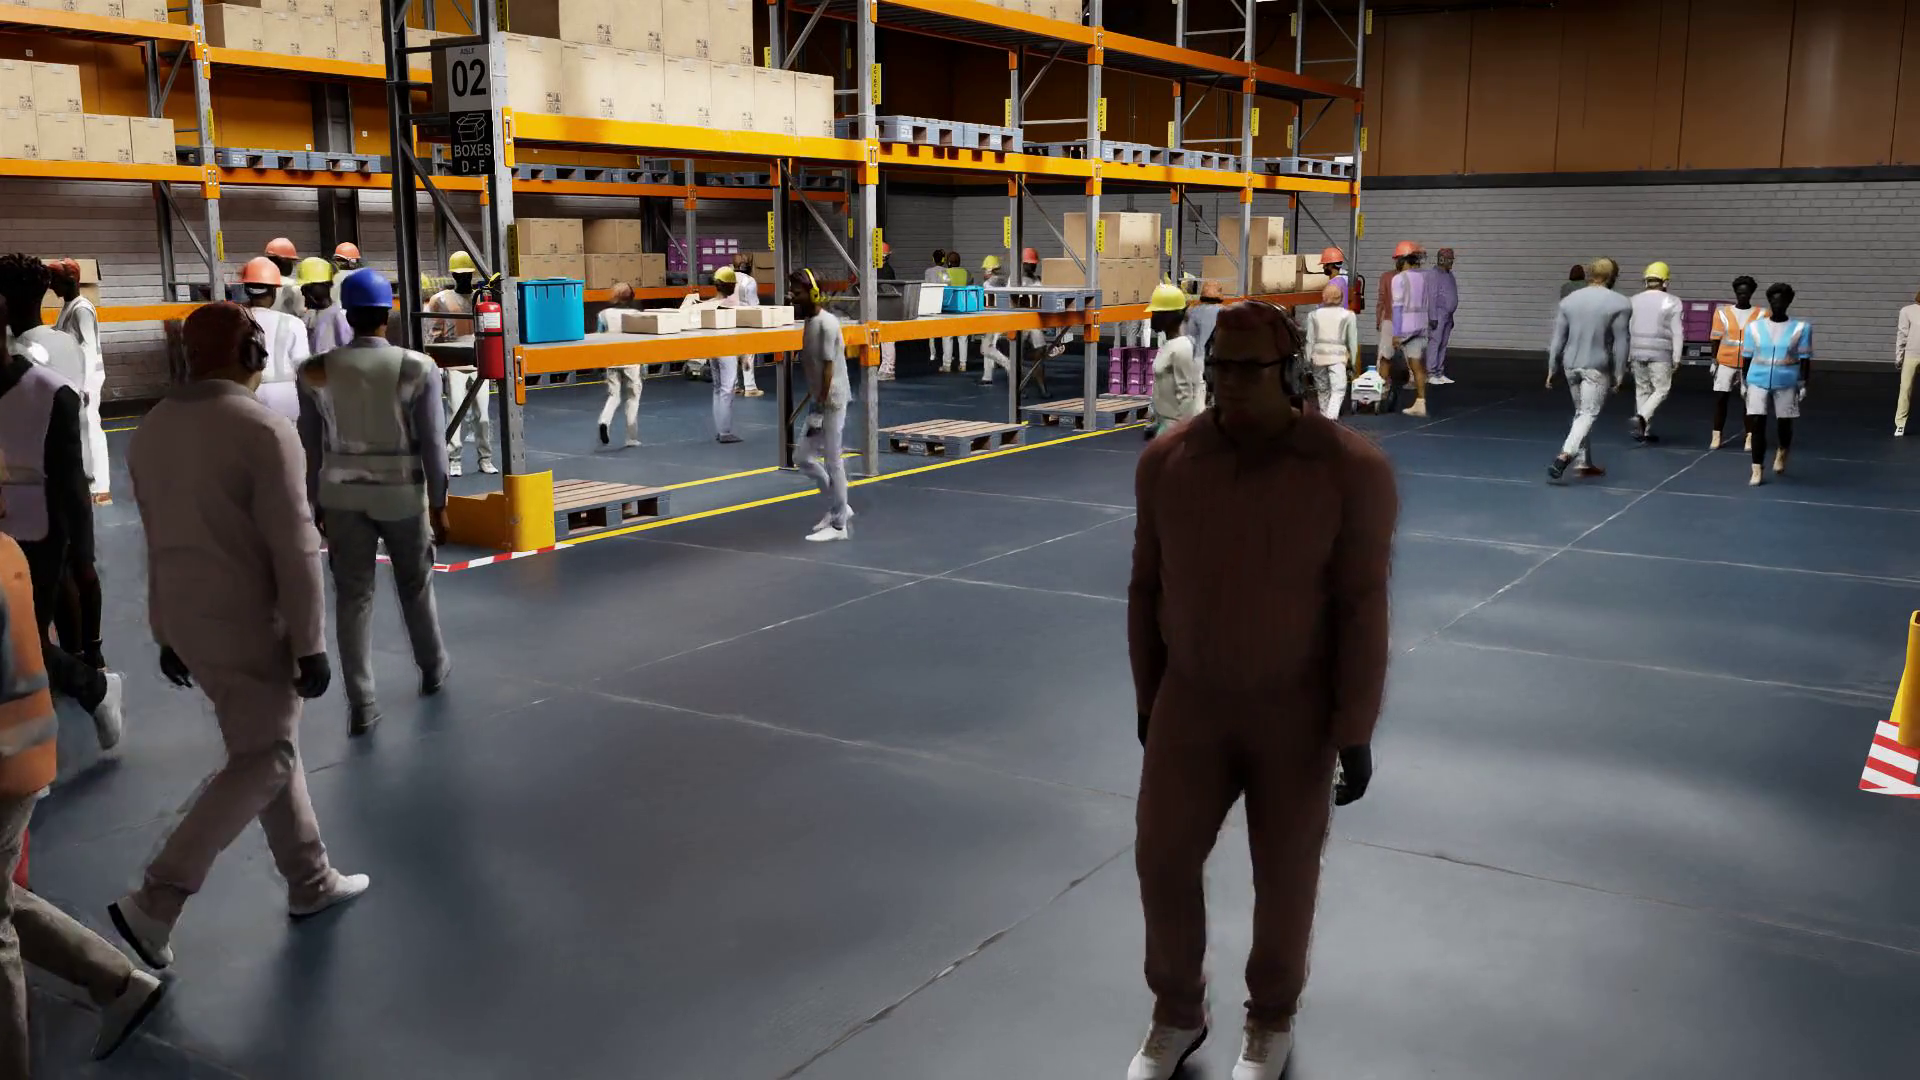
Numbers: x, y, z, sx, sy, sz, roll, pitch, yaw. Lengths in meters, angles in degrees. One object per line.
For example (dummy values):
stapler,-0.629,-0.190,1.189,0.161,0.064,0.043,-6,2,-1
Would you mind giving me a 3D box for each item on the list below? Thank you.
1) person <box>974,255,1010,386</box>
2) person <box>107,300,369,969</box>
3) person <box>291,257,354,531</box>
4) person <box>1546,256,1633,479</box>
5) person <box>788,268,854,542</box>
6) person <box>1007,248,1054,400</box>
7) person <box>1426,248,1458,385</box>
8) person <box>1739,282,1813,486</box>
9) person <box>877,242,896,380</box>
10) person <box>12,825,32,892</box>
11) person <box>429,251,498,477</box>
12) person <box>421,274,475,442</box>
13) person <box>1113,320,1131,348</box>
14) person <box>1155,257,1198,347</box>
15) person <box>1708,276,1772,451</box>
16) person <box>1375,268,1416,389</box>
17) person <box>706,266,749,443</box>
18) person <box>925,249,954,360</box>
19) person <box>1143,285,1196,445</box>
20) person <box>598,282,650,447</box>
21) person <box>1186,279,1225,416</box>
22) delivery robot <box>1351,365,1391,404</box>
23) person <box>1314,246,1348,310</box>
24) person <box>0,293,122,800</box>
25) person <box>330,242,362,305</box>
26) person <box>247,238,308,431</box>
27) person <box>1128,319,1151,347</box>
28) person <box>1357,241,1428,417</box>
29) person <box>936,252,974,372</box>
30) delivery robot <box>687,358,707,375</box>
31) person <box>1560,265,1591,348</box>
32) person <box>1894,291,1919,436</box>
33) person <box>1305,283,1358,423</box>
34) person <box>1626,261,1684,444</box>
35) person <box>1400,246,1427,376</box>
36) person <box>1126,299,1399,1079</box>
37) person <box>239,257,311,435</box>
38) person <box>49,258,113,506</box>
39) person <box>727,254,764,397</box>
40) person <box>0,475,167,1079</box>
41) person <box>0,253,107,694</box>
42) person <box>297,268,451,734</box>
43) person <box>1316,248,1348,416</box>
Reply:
person,0.509,-2.999,22.863,0.659,1.819,0.590,4,11,22
person,-2.097,0.261,4.707,0.675,1.866,0.848,6,12,31
person,-4.375,-1.030,11.700,0.590,1.909,0.650,9,14,42
person,5.221,-1.420,13.918,0.876,1.901,0.664,-8,13,-38
person,-0.936,-0.883,11.081,0.454,1.839,0.521,-5,12,-27
person,0.893,-2.724,21.086,0.558,1.926,0.632,-4,11,-23
person,6.793,-3.143,23.419,0.411,1.908,0.643,8,13,38
person,6.764,-1.295,13.811,0.540,1.683,0.567,6,12,31
person,-1.112,-3.319,24.145,0.386,1.996,0.610,-2,10,-13
person,-2.937,0.276,4.854,0.309,1.772,0.525,-5,11,-25
person,-4.239,-1.511,14.314,0.594,1.926,0.367,-6,12,-31
person,-5.228,-1.800,16.564,0.938,1.693,0.484,0,10,1
person,2.882,-4.238,29.549,0.584,1.882,0.345,-4,11,-23
person,2.980,-3.038,23.058,0.621,1.835,0.430,0,10,0
person,7.485,-1.691,15.990,0.533,1.688,0.320,5,11,25
person,5.945,-3.002,22.584,0.651,1.949,0.654,7,12,34
person,-2.342,-1.849,16.651,0.535,1.763,0.333,10,14,44
person,-0.345,-3.963,28.060,0.519,1.874,0.327,4,11,22
person,1.298,-0.695,10.306,0.433,1.753,0.531,0,10,-1
person,-3.296,-1.685,16.140,0.544,1.623,0.517,2,11,13
person,2.553,-1.843,16.970,0.507,1.632,0.267,1,10,8
delivery robot,4.813,-1.798,19.451,0.477,0.478,0.707,5,11,24
person,5.702,-3.539,25.533,0.552,1.932,0.377,-3,11,-14
person,-3.407,-0.004,6.100,0.609,1.892,0.786,2,10,13
person,-6.609,-2.221,18.066,0.612,1.995,0.379,3,11,15
person,-6.062,-1.686,14.973,0.614,2.038,0.395,3,11,17
person,2.952,-3.795,26.939,0.371,1.941,0.627,-9,14,-42
person,5.055,-2.446,19.303,0.623,1.994,1.003,-8,13,-37
person,-0.103,-3.513,25.649,0.626,1.844,0.429,-5,11,-27
delivery robot,-3.579,-2.606,23.927,0.477,0.478,0.707,9,13,41
person,9.951,-3.622,26.846,0.544,1.623,0.392,9,13,39
person,9.902,-1.864,17.113,0.496,1.629,0.277,5,11,25
person,3.713,-1.782,16.723,0.511,1.598,0.810,5,11,26
person,6.775,-1.823,16.351,0.631,1.813,0.606,-9,13,-40
person,6.782,-3.423,24.891,0.373,1.936,0.627,4,11,20
person,0.657,0.400,3.856,0.647,1.889,0.584,4,11,22
person,-4.319,-0.815,10.499,0.562,1.913,0.753,0,10,-1
person,-6.715,-1.193,12.670,0.356,1.887,0.573,-8,13,-37
person,-2.821,-2.781,21.598,0.636,1.840,0.429,7,13,36
person,-2.173,0.545,3.772,0.440,1.625,0.518,-3,11,-18
person,-4.090,-0.289,7.436,0.372,1.966,0.603,-1,10,-6
person,-2.469,-0.194,7.092,0.626,1.899,0.907,-1,10,-8
person,4.282,-2.388,19.160,0.376,1.934,0.547,3,11,17
